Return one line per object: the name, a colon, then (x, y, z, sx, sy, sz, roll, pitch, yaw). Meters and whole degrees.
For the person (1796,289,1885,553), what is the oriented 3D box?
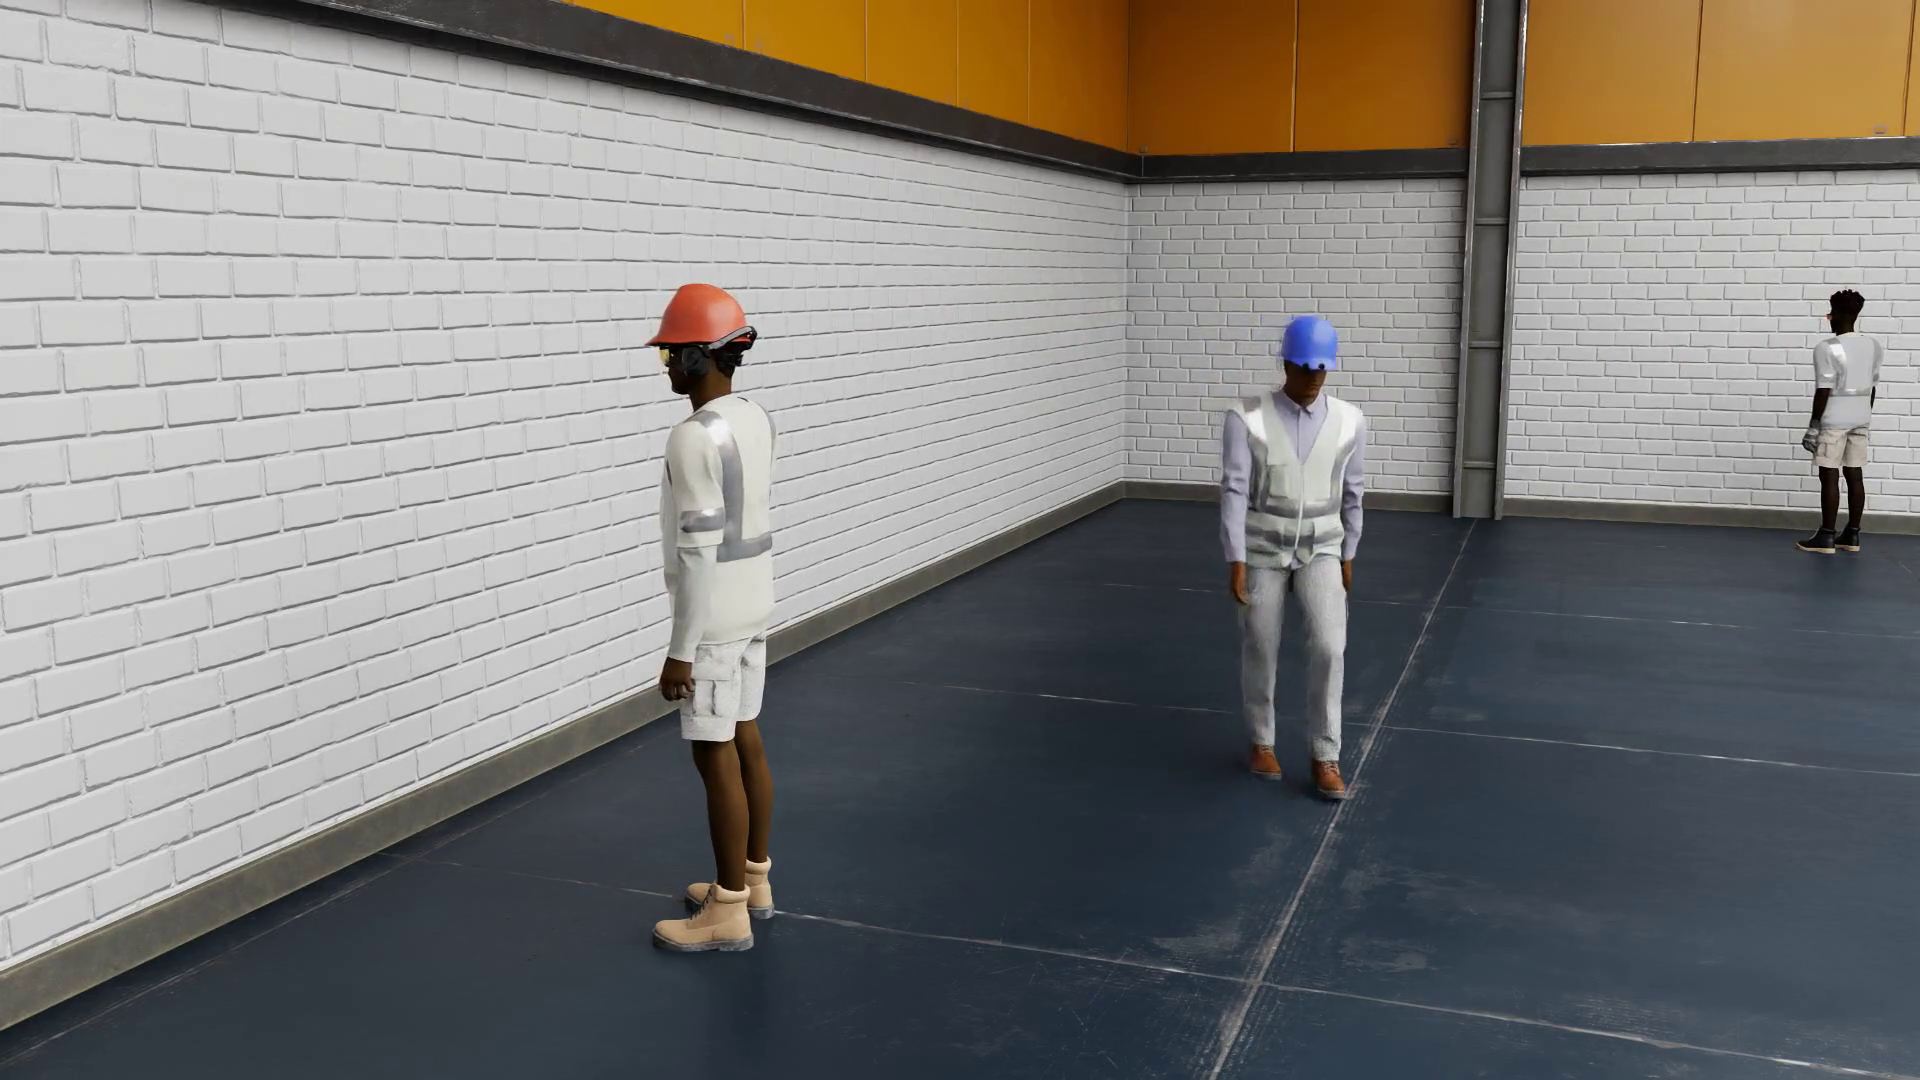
person: (6.563, -0.879, 12.409, 0.602, 1.967, 0.370, -3, 10, -19)

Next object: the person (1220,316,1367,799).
person: (1.328, 0.074, 6.603, 0.612, 1.910, 0.786, 0, 9, -1)

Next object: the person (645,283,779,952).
person: (-0.767, 0.243, 5.122, 0.371, 2.044, 0.608, 2, 9, 11)
